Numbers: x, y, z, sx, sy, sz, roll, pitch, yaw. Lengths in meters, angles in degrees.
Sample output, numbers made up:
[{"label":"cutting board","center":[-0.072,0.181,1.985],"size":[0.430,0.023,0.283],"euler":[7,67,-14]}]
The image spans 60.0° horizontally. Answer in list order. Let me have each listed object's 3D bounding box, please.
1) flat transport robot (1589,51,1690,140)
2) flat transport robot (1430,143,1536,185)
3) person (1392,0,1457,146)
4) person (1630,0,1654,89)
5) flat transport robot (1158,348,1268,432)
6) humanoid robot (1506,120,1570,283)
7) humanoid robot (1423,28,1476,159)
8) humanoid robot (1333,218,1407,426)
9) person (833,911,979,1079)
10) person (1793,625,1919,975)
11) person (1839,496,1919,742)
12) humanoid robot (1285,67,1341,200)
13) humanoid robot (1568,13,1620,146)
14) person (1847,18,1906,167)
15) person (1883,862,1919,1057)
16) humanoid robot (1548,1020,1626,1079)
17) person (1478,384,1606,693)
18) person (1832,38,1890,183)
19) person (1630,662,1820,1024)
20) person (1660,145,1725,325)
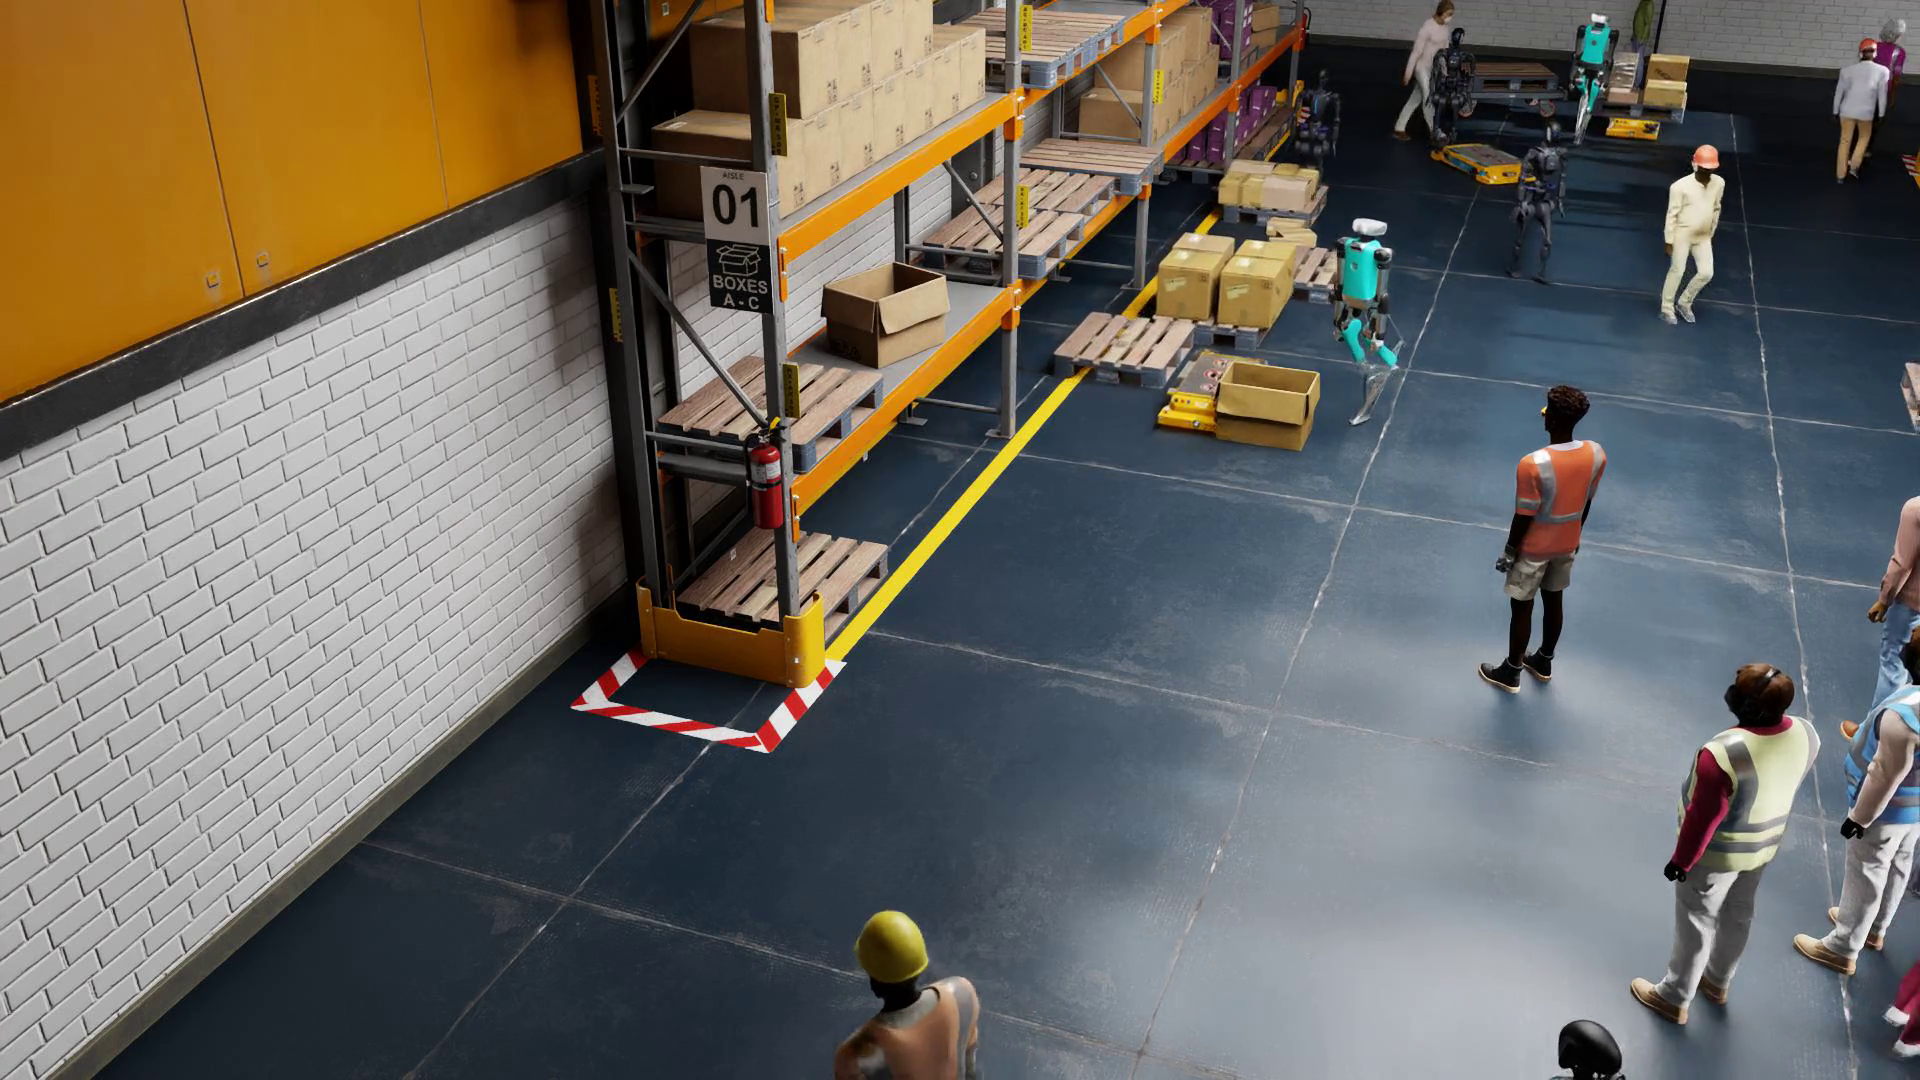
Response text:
[{"label":"flat transport robot","center":[9.341,-5.806,23.012],"size":[0.659,0.231,1.431],"euler":[11,29,20]},{"label":"flat transport robot","center":[6.589,-4.755,20.973],"size":[0.659,0.231,1.431],"euler":[-7,28,-13]},{"label":"person","center":[6.213,-6.155,21.939],"size":[1.014,1.866,0.681],"euler":[24,36,38]},{"label":"person","center":[10.112,-7.481,24.769],"size":[0.279,1.633,0.497],"euler":[2,27,5]},{"label":"flat transport robot","center":[2.191,-1.283,14.240],"size":[0.659,0.231,1.431],"euler":[10,29,18]},{"label":"humanoid robot","center":[5.882,-3.418,16.848],"size":[0.597,1.639,0.615],"euler":[-7,28,-14]},{"label":"humanoid robot","center":[6.268,-5.695,21.245],"size":[0.599,1.657,0.315],"euler":[10,29,19]},{"label":"humanoid robot","center":[3.389,-1.726,13.622],"size":[0.732,1.914,0.550],"euler":[-19,33,-32]},{"label":"person","center":[-0.171,2.112,5.864],"size":[0.595,1.910,0.691],"euler":[-18,32,-30]},{"label":"person","center":[4.314,1.191,7.722],"size":[0.624,1.846,0.429],"euler":[-18,32,-31]},{"label":"person","center":[5.390,0.297,9.297],"size":[0.611,1.990,0.389],"euler":[-4,28,-9]},{"label":"humanoid robot","center":[4.036,-4.604,19.167],"size":[0.603,1.637,0.637],"euler":[10,29,18]},{"label":"humanoid robot","center":[8.345,-6.077,21.951],"size":[0.564,1.763,0.925],"euler":[16,31,28]},{"label":"person","center":[11.583,-5.685,21.083],"size":[0.559,1.811,0.767],"euler":[17,32,30]},{"label":"person","center":[4.381,1.602,7.169],"size":[0.393,1.605,0.528],"euler":[-11,29,-21]},{"label":"humanoid robot","center":[2.005,2.321,5.709],"size":[0.602,1.653,0.380],"euler":[-14,30,-25]},{"label":"person","center":[3.471,-0.002,9.904],"size":[0.605,1.966,0.368],"euler":[-13,30,-23]},{"label":"person","center":[10.968,-5.233,20.307],"size":[0.600,1.720,0.444],"euler":[17,32,30]},{"label":"person","center":[3.402,1.347,7.419],"size":[0.624,1.847,0.429],"euler":[-13,30,-23]},{"label":"person","center":[6.926,-2.865,15.705],"size":[0.587,1.729,0.442],"euler":[-6,28,-11]}]
